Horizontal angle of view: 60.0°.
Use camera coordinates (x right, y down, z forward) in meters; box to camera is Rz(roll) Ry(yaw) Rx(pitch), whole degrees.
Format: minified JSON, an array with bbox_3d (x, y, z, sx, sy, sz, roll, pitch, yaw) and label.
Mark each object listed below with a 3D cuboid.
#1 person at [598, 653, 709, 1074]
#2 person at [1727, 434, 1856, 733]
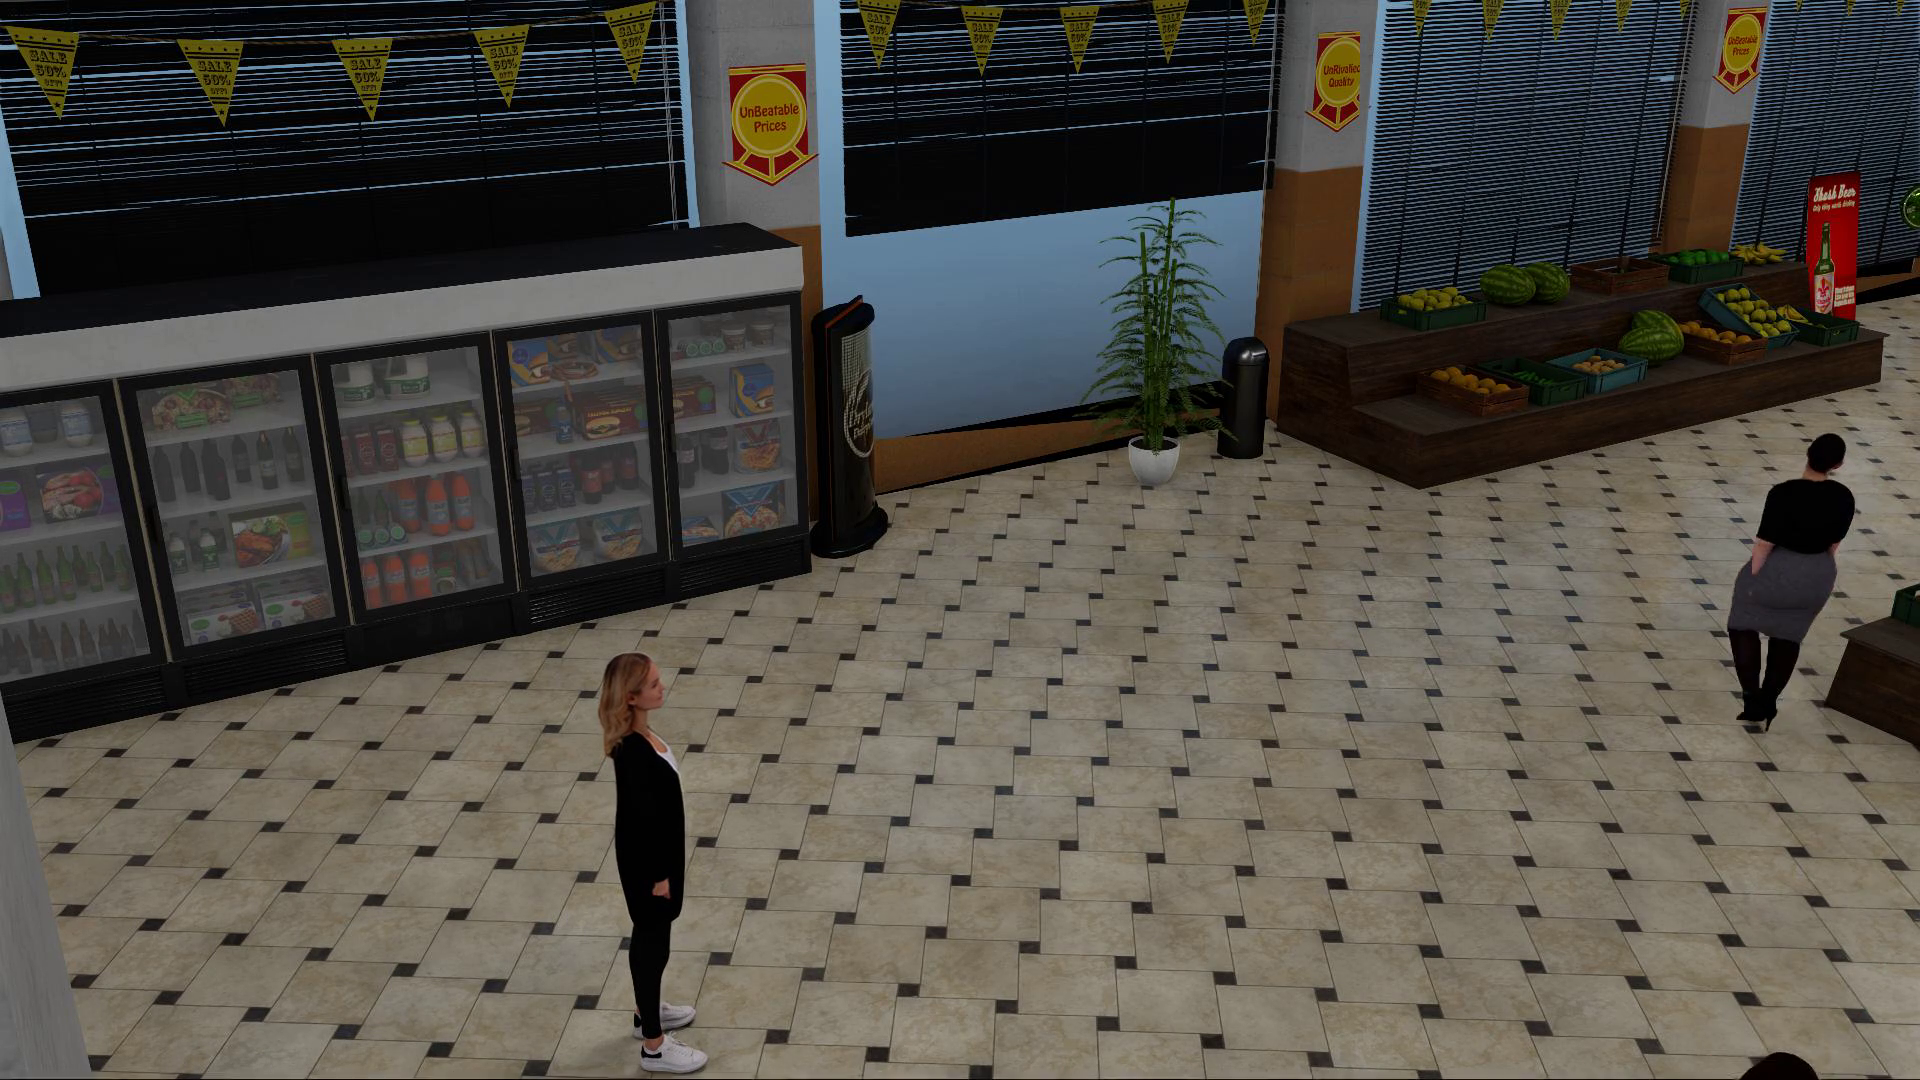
[{"bbox_3d":[-1.246,1.273,6.601,0.612,1.802,0.655,-6,23,-14],"label":"person"},{"bbox_3d":[4.610,0.288,9.145,0.816,1.733,0.892,-1,22,-2],"label":"person"}]
